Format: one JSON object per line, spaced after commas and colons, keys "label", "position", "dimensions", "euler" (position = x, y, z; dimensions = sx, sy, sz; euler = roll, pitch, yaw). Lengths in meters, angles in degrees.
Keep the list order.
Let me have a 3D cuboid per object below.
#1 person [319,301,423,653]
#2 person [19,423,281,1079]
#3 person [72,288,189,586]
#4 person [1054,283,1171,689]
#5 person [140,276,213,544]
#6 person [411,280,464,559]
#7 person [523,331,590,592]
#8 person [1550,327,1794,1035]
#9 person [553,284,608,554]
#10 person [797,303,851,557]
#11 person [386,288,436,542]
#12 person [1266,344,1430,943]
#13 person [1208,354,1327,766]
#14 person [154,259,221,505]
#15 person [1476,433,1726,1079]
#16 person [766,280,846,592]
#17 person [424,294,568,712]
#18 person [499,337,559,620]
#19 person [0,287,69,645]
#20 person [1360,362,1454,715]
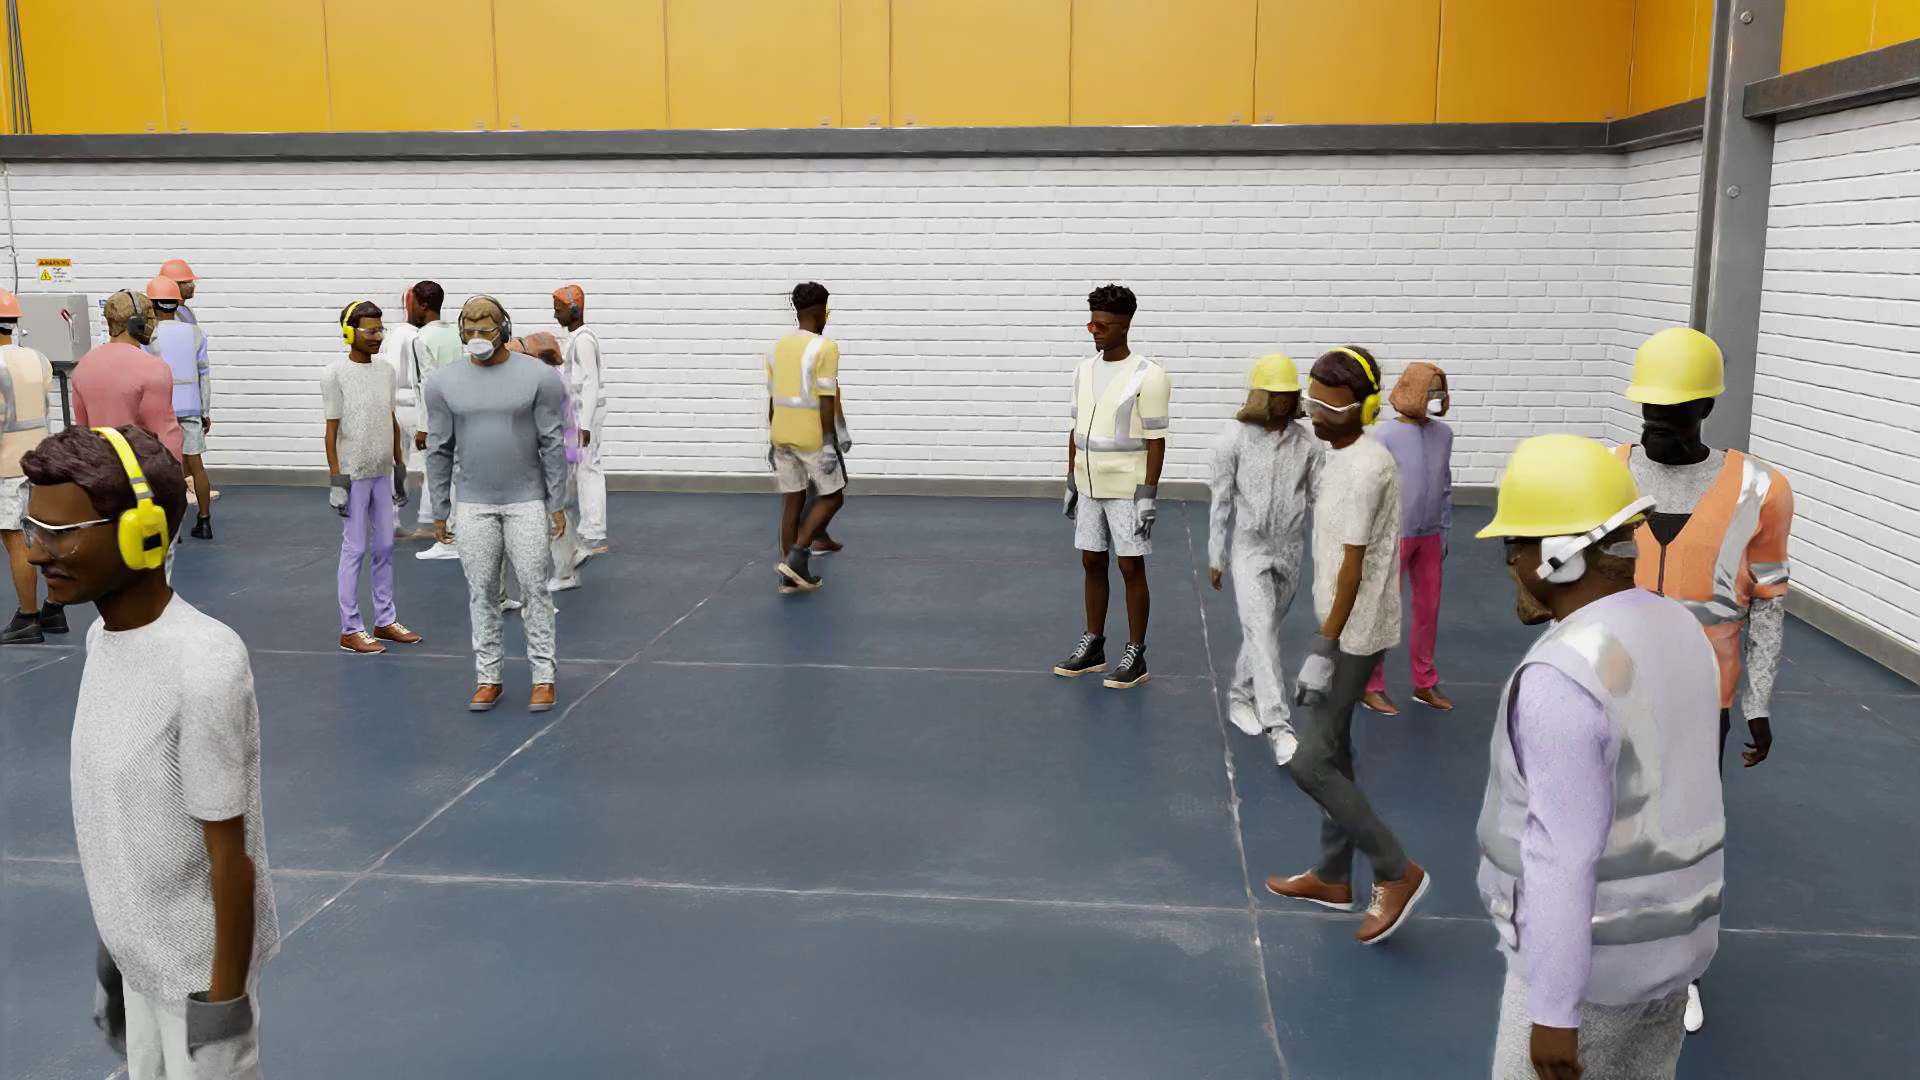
{"label": "person", "position": [-3.141, -0.331, 8.833], "dimensions": [0.327, 1.862, 0.510], "euler": [5, 11, 26]}
{"label": "person", "position": [-1.299, 0.733, 2.746], "dimensions": [0.514, 1.861, 0.321], "euler": [10, 14, 44]}
{"label": "person", "position": [-4.060, -0.262, 8.202], "dimensions": [0.635, 1.937, 0.354], "euler": [5, 11, 25]}
{"label": "person", "position": [0.741, -0.265, 8.142], "dimensions": [0.367, 1.966, 0.606], "euler": [-9, 13, -42]}
{"label": "person", "position": [-5.730, -0.941, 12.094], "dimensions": [0.358, 1.936, 0.552], "euler": [8, 12, 37]}
{"label": "person", "position": [-3.582, -0.826, 11.495], "dimensions": [0.373, 1.916, 0.596], "euler": [1, 10, 5]}
{"label": "person", "position": [-2.552, -0.481, 10.338], "dimensions": [0.356, 1.625, 0.525], "euler": [-5, 11, -24]}
{"label": "person", "position": [1.903, 0.387, 4.531], "dimensions": [0.593, 1.922, 0.383], "euler": [6, 11, 29]}
{"label": "person", "position": [-2.662, -0.842, 11.671], "dimensions": [0.360, 1.887, 0.575], "euler": [-4, 11, -20]}
{"label": "person", "position": [-1.000, -0.785, 11.448], "dimensions": [0.575, 1.851, 0.639], "euler": [9, 13, 42]}
{"label": "person", "position": [-3.964, -0.907, 12.126], "dimensions": [0.684, 1.851, 0.692], "euler": [-9, 13, -41]}
{"label": "person", "position": [1.230, 0.320, 5.126], "dimensions": [0.431, 1.848, 0.602], "euler": [1, 10, 8]}
{"label": "person", "position": [1.325, 0.068, 6.995], "dimensions": [0.502, 1.689, 0.915], "euler": [-3, 10, -15]}
{"label": "person", "position": [-6.502, -1.319, 13.948], "dimensions": [0.367, 2.048, 0.607], "euler": [-1, 10, -5]}
{"label": "person", "position": [1.131, 0.712, 3.020], "dimensions": [0.624, 1.807, 0.455], "euler": [-9, 14, -43]}
{"label": "person", "position": [-0.962, -0.628, 10.307], "dimensions": [0.640, 1.937, 0.508], "euler": [9, 13, 42]}
{"label": "person", "position": [-2.130, -0.161, 7.673], "dimensions": [0.641, 1.927, 0.386], "euler": [-1, 10, -4]}
{"label": "person", "position": [-2.566, -0.357, 9.641], "dimensions": [0.514, 1.630, 0.318], "euler": [7, 12, 34]}
{"label": "person", "position": [-5.134, -0.401, 8.998], "dimensions": [0.364, 1.939, 0.542], "euler": [1, 10, 6]}
{"label": "person", "position": [2.069, -0.004, 7.631], "dimensions": [0.511, 1.625, 0.299], "euler": [-5, 11, -27]}
